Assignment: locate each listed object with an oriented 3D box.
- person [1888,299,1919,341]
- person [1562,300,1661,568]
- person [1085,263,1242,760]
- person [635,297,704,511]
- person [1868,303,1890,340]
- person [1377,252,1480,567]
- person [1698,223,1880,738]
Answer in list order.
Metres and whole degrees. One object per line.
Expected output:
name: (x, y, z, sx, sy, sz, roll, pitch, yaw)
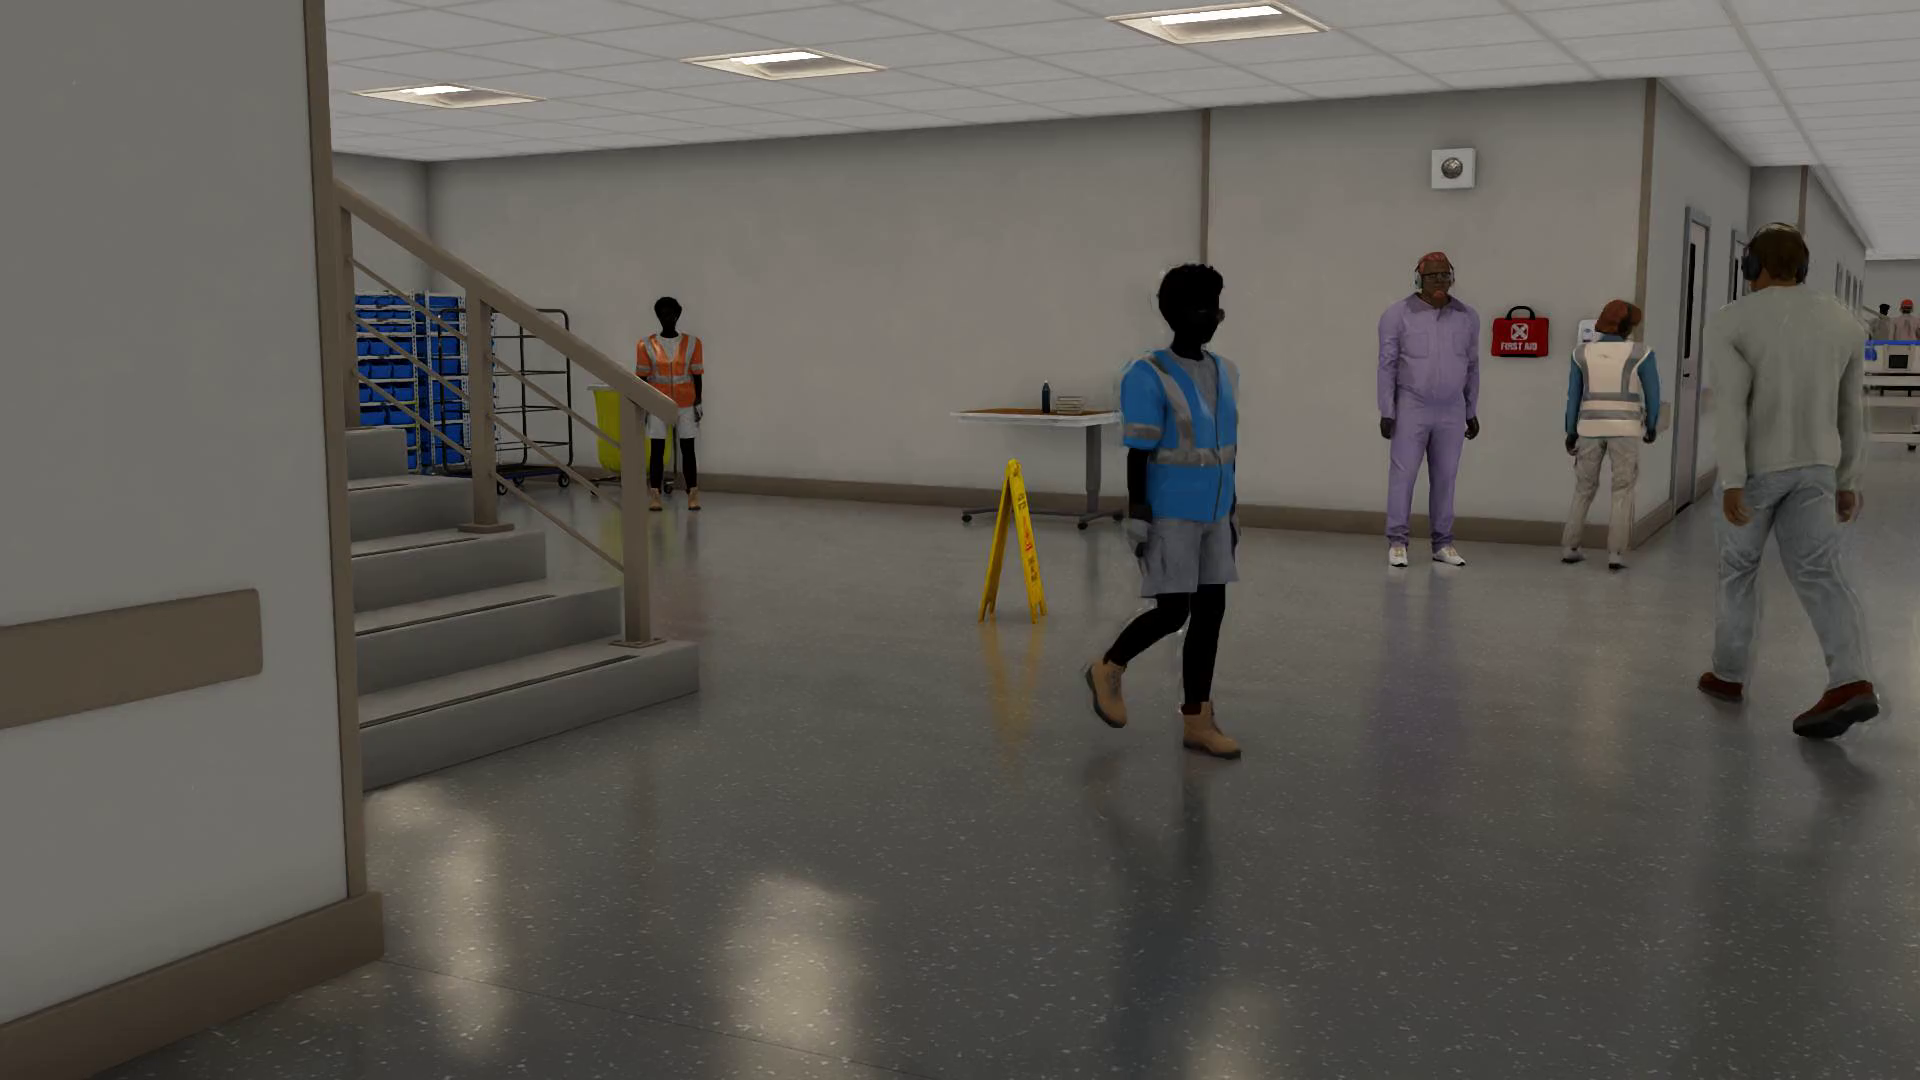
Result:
person: (19.063, -3.869, 33.627, 0.649, 1.954, 0.925, 2, 8, 18)
person: (3.944, -0.637, 10.067, 0.527, 1.623, 0.393, 7, 10, 42)
person: (0.731, -0.100, 5.701, 0.535, 1.682, 0.503, -6, 10, -40)
person: (-2.276, -1.062, 13.079, 0.536, 1.689, 0.324, -2, 8, -13)
person: (21.881, -4.636, 39.536, 0.600, 1.958, 0.379, -1, 7, -6)
person: (2.861, -0.787, 10.125, 0.646, 1.908, 0.408, -1, 7, -6)
person: (3.076, -0.237, 6.107, 0.641, 1.875, 1.030, 0, 7, -1)
